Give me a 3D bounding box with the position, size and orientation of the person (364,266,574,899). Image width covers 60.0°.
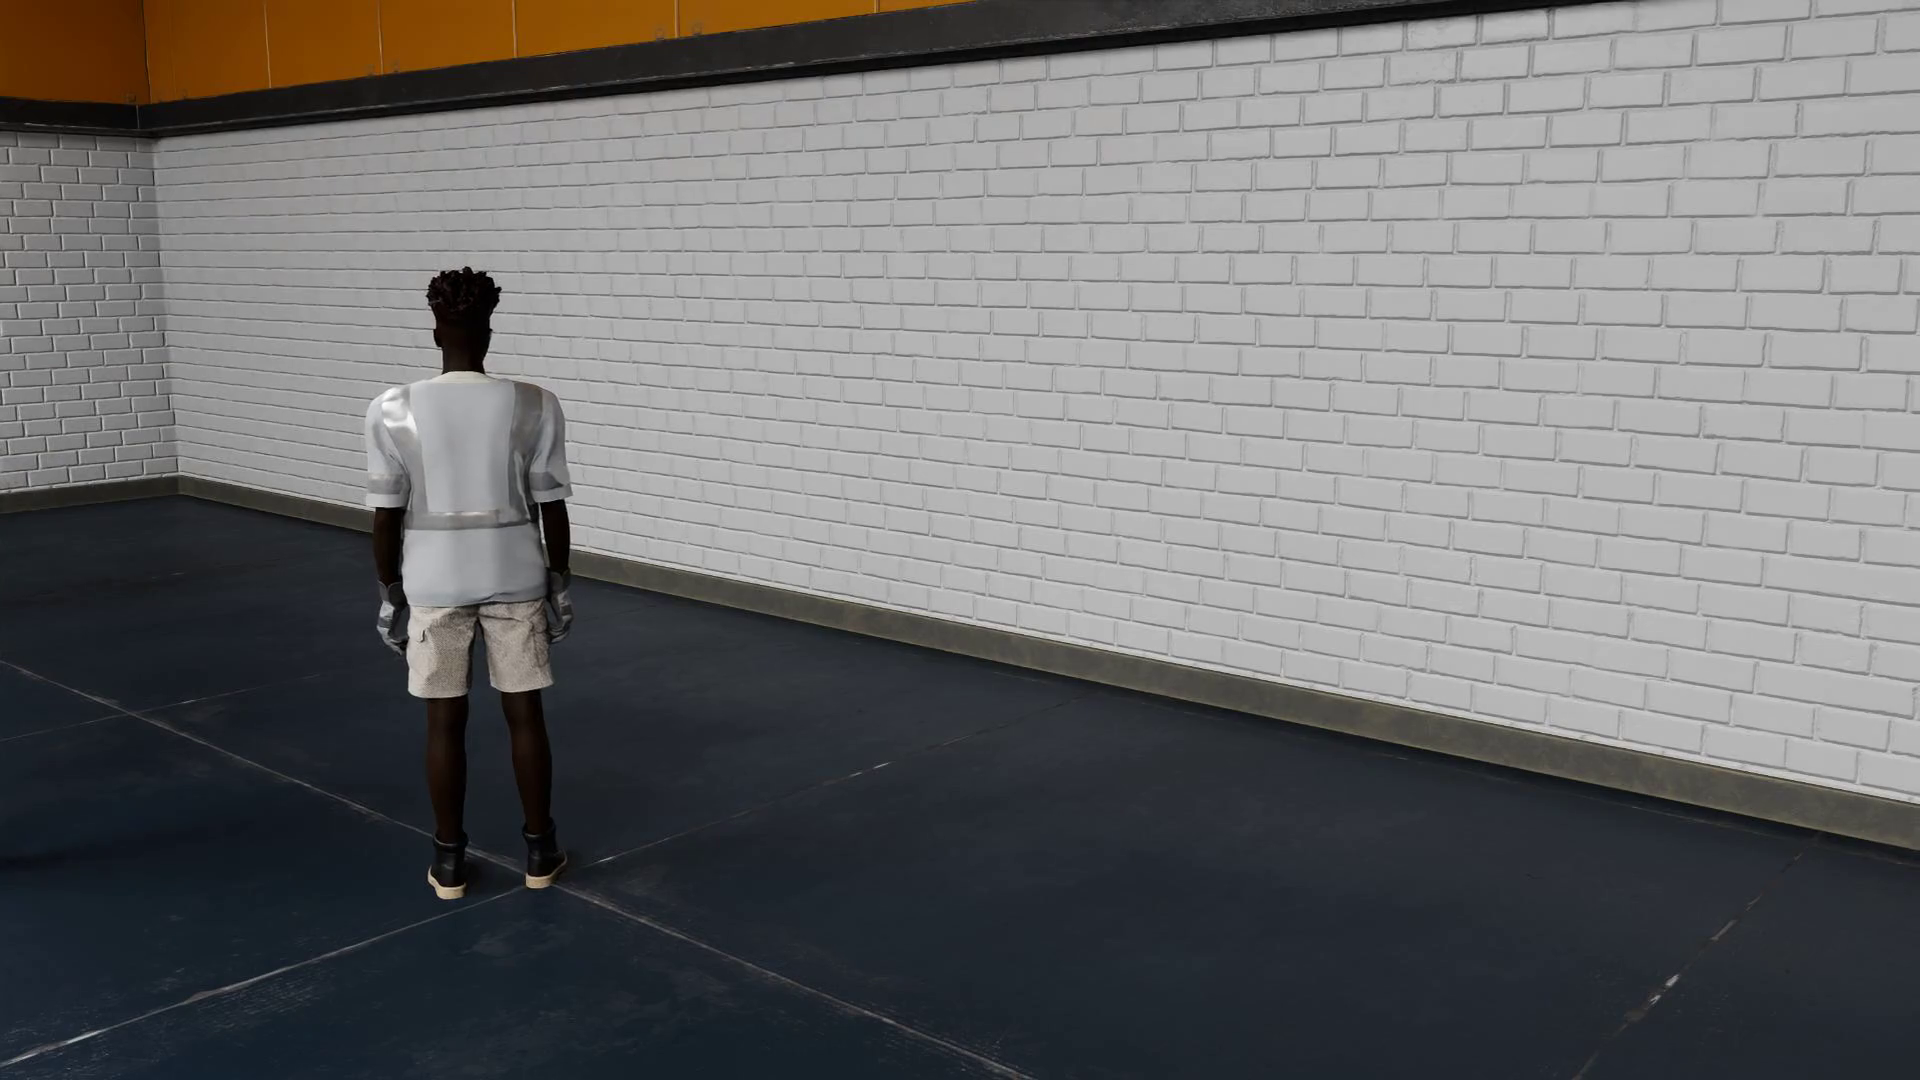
[{"bbox_3d":[-1.513,0.142,5.194,0.609,1.961,0.367,-3,10,-14],"label":"person"}]
